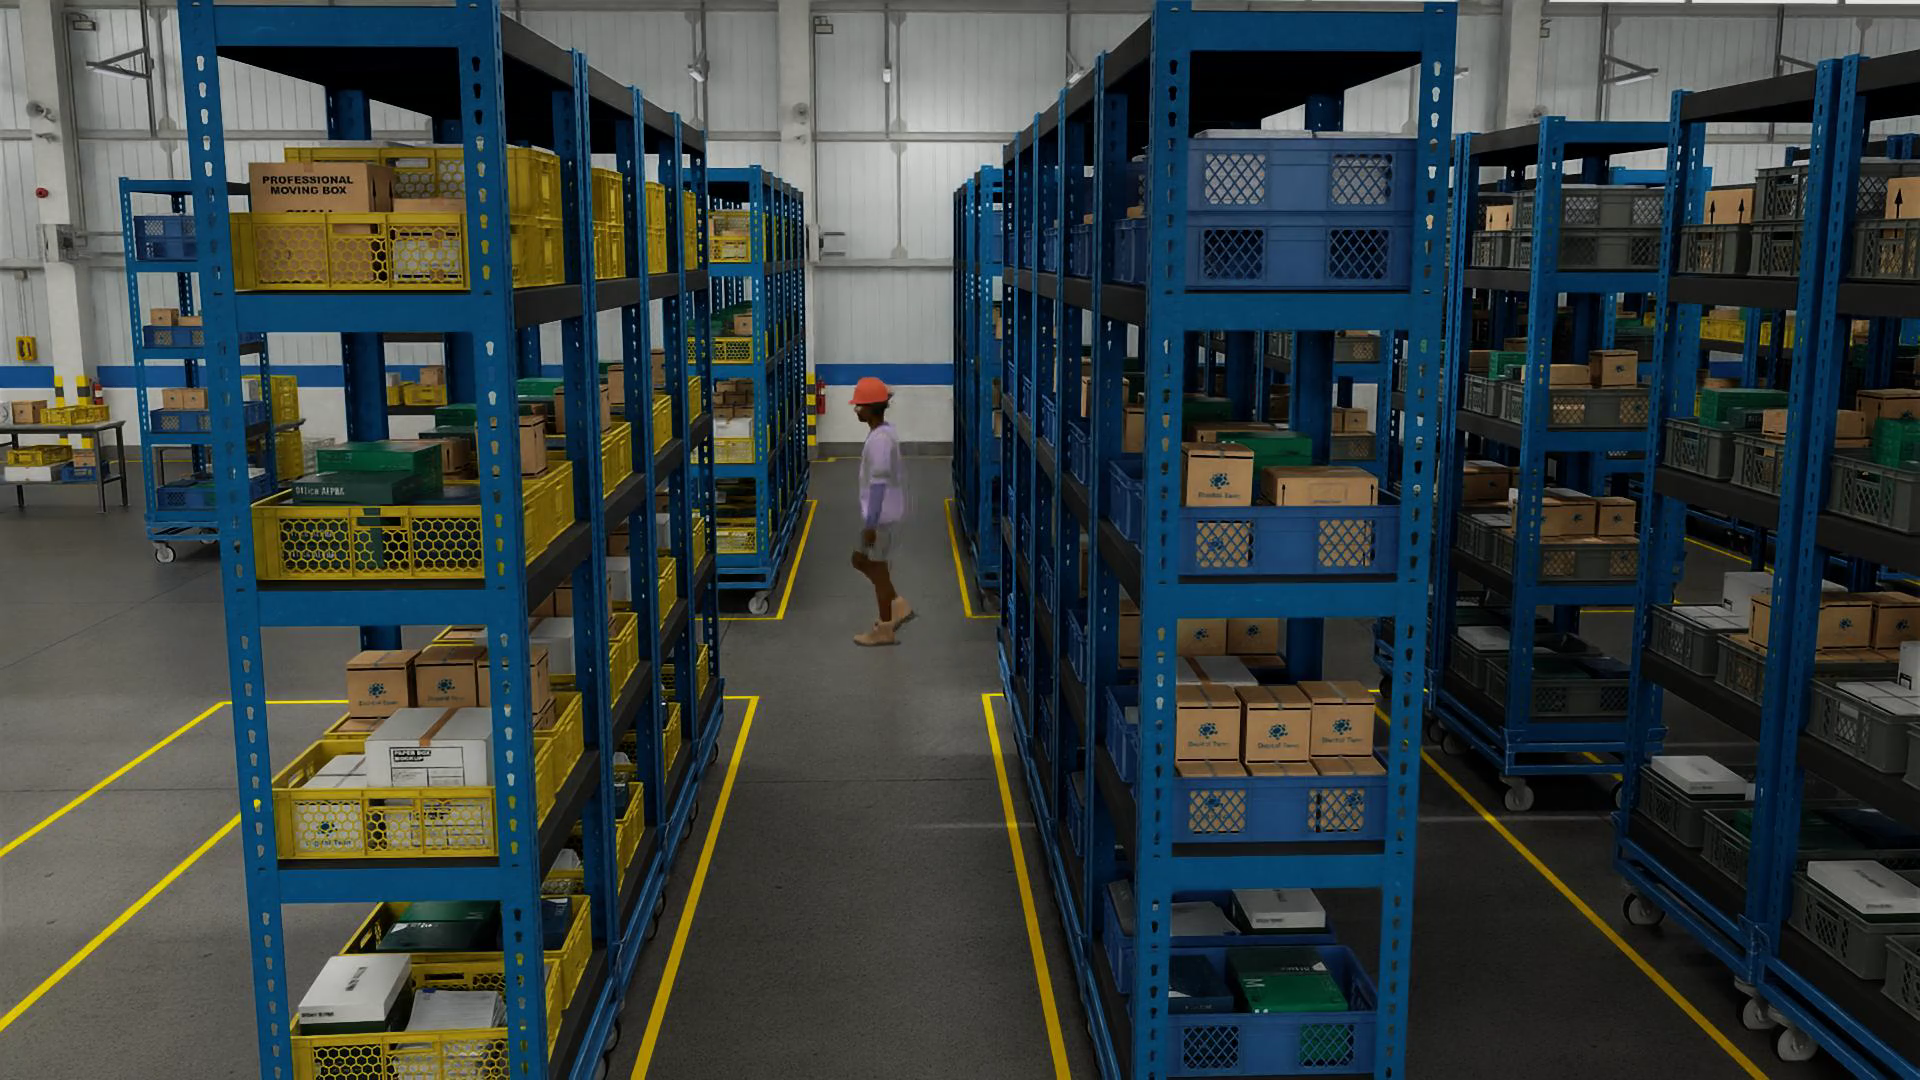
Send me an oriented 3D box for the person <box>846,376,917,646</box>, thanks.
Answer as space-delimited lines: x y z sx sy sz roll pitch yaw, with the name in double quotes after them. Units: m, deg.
-0.631 -0.199 12.343 0.427 2.027 0.649 0 10 -2 "person"
